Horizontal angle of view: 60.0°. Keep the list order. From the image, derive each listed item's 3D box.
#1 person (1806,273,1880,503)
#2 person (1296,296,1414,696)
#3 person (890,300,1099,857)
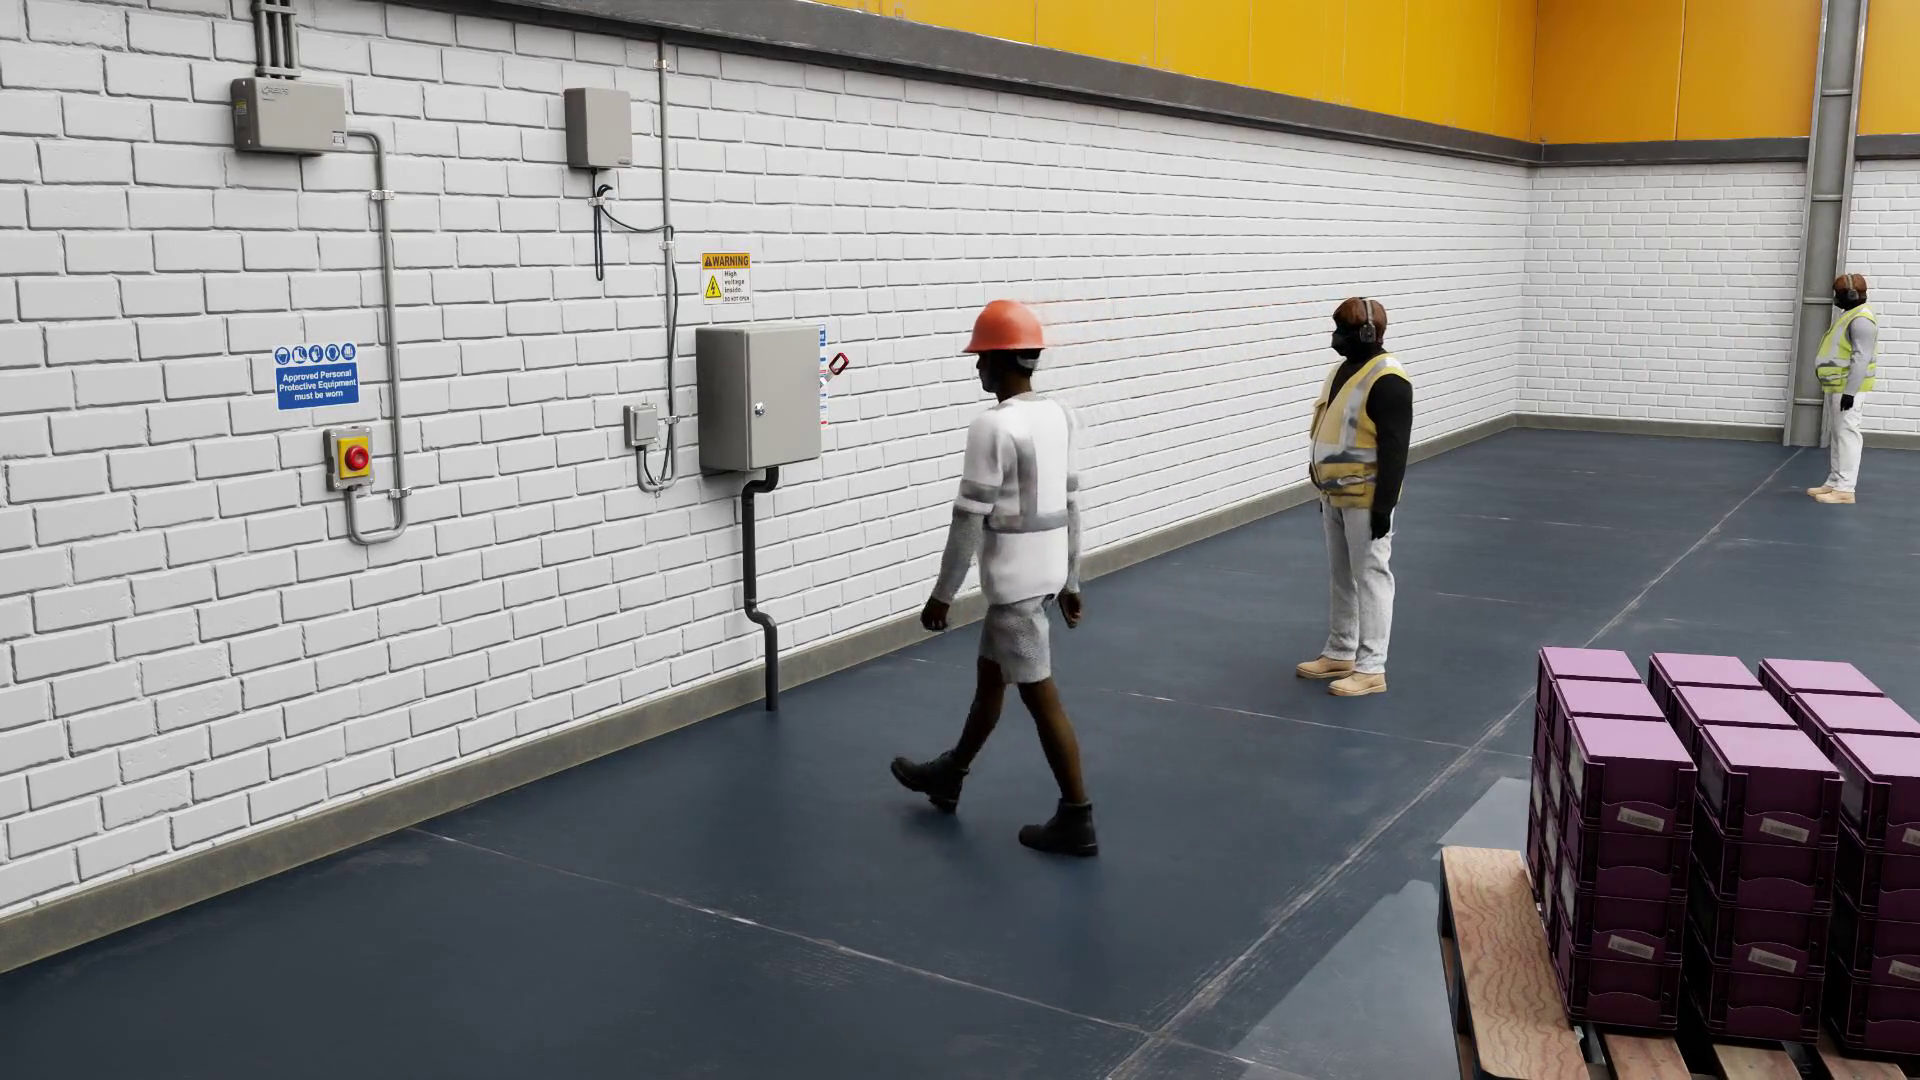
[{"bbox_3d":[7.098,-1.213,13.360,0.429,1.838,0.621,3,11,19],"label":"person"},{"bbox_3d":[1.837,-0.202,7.737,0.430,1.845,0.624,-2,10,-11],"label":"person"},{"bbox_3d":[0.100,0.125,5.790,0.975,1.889,0.552,5,12,28],"label":"person"}]
